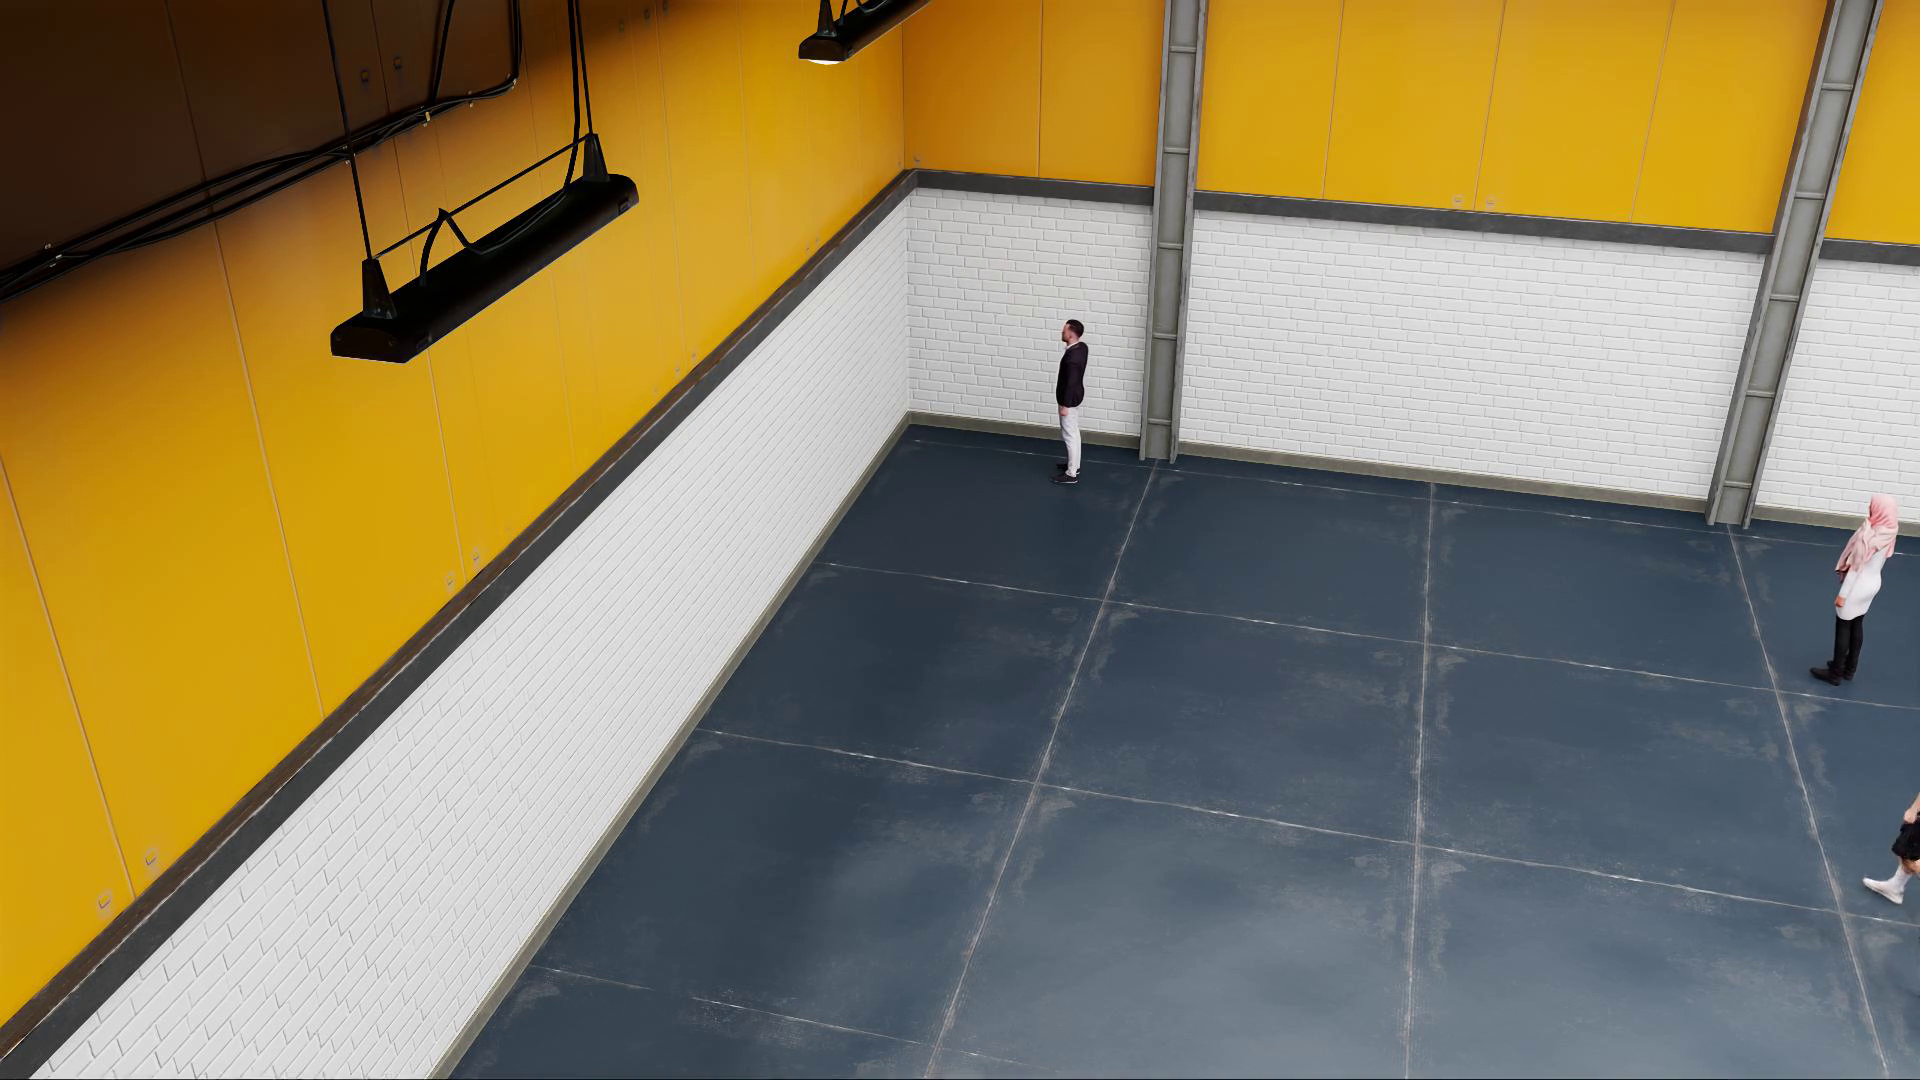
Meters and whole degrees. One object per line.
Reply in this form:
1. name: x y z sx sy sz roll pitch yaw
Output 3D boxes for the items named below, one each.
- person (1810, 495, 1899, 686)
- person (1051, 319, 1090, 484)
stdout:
1. person: 7.795 0.425 14.404 0.721 1.801 0.777 -17 33 -28
2. person: 1.206 -1.508 17.903 0.547 1.844 0.648 8 30 15
